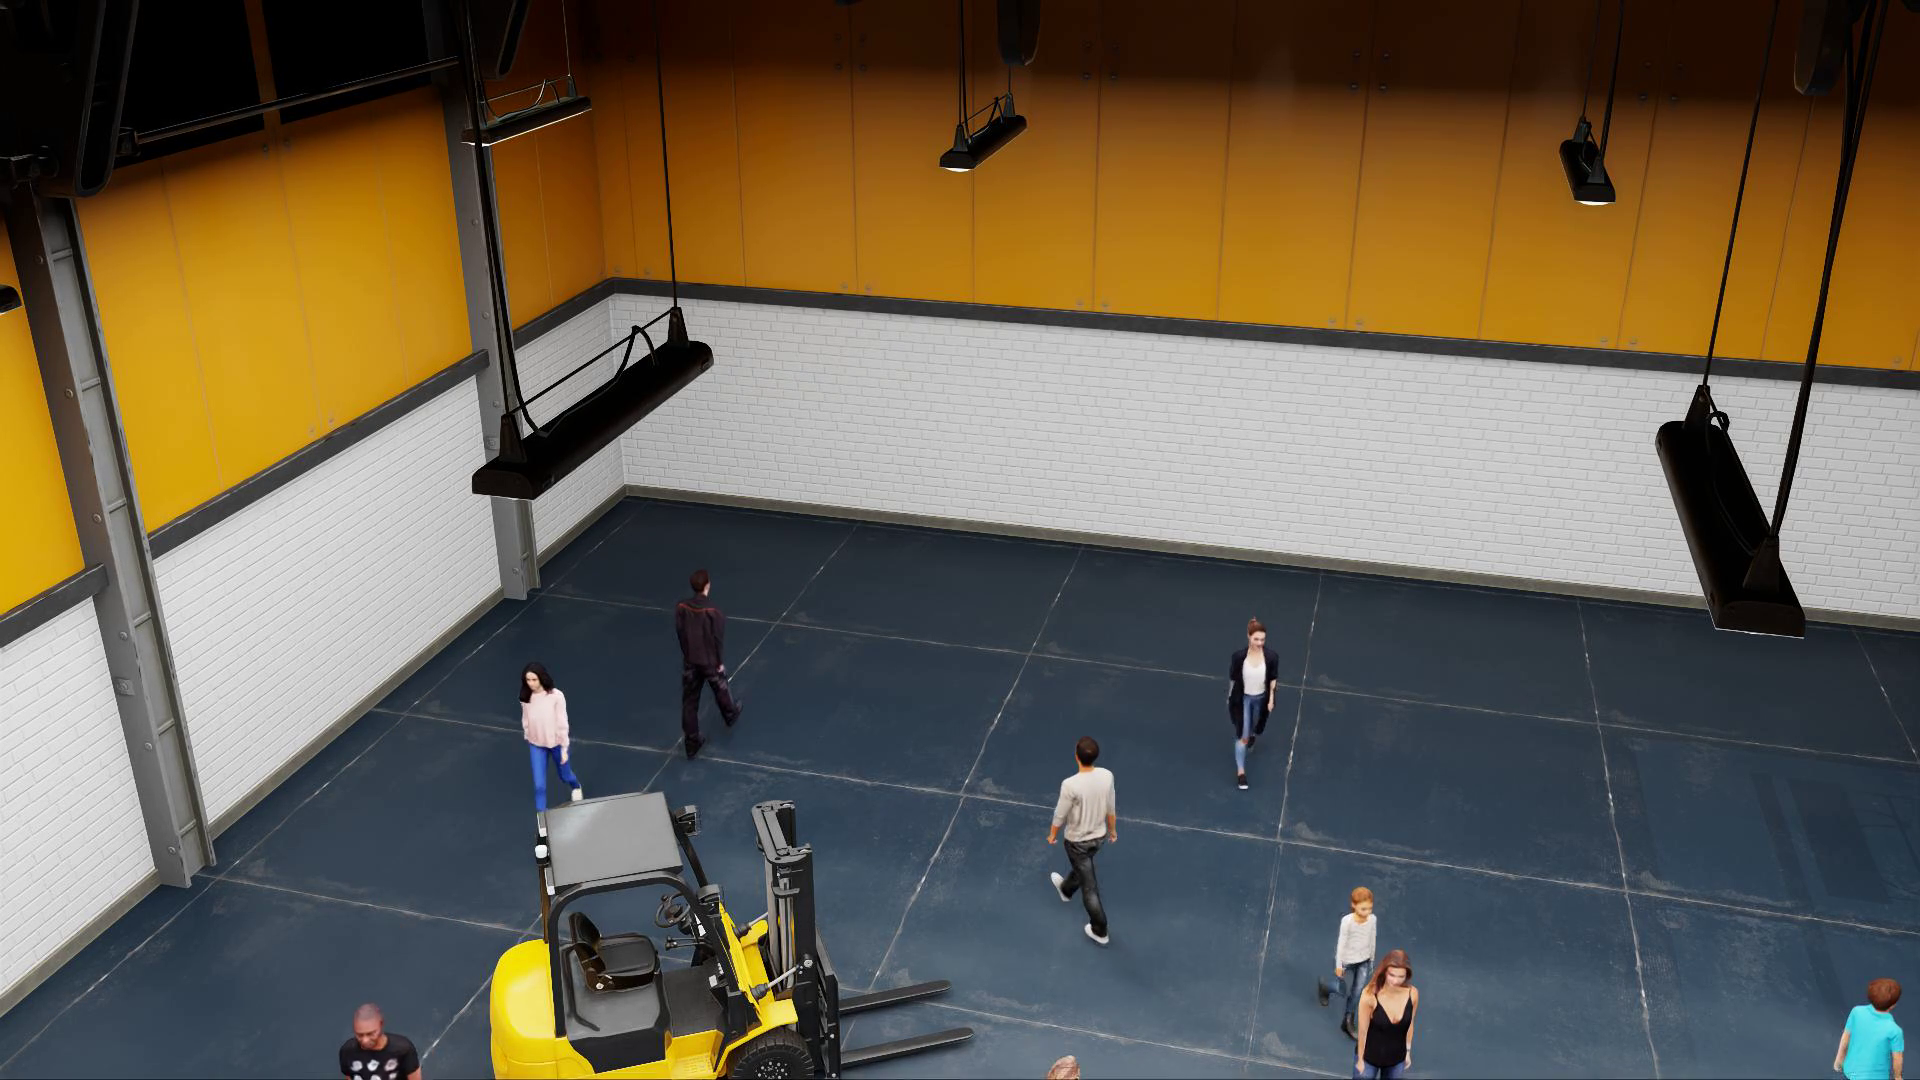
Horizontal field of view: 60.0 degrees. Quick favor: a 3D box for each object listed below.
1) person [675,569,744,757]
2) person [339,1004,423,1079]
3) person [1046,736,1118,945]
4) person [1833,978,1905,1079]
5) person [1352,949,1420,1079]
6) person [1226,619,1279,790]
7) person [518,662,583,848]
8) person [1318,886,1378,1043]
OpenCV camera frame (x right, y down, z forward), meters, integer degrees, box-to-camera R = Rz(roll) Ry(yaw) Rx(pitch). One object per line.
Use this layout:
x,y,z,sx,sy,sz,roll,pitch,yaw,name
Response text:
-2.554,1.233,16.295,0.717,1.860,1.161,7,24,15,person
-3.673,3.681,10.801,0.996,1.774,1.325,-4,24,-8,person
1.070,2.476,13.559,1.140,1.774,1.206,-13,27,-26,person
6.126,3.644,11.334,0.972,1.415,0.943,-11,26,-24,person
2.863,3.487,11.312,0.679,1.722,0.677,-5,24,-11,person
2.795,1.490,15.971,0.728,1.648,1.144,3,24,8,person
-3.678,1.840,15.066,0.737,1.732,1.145,3,24,6,person
2.946,3.153,12.596,0.712,1.305,0.816,-8,25,-18,person
